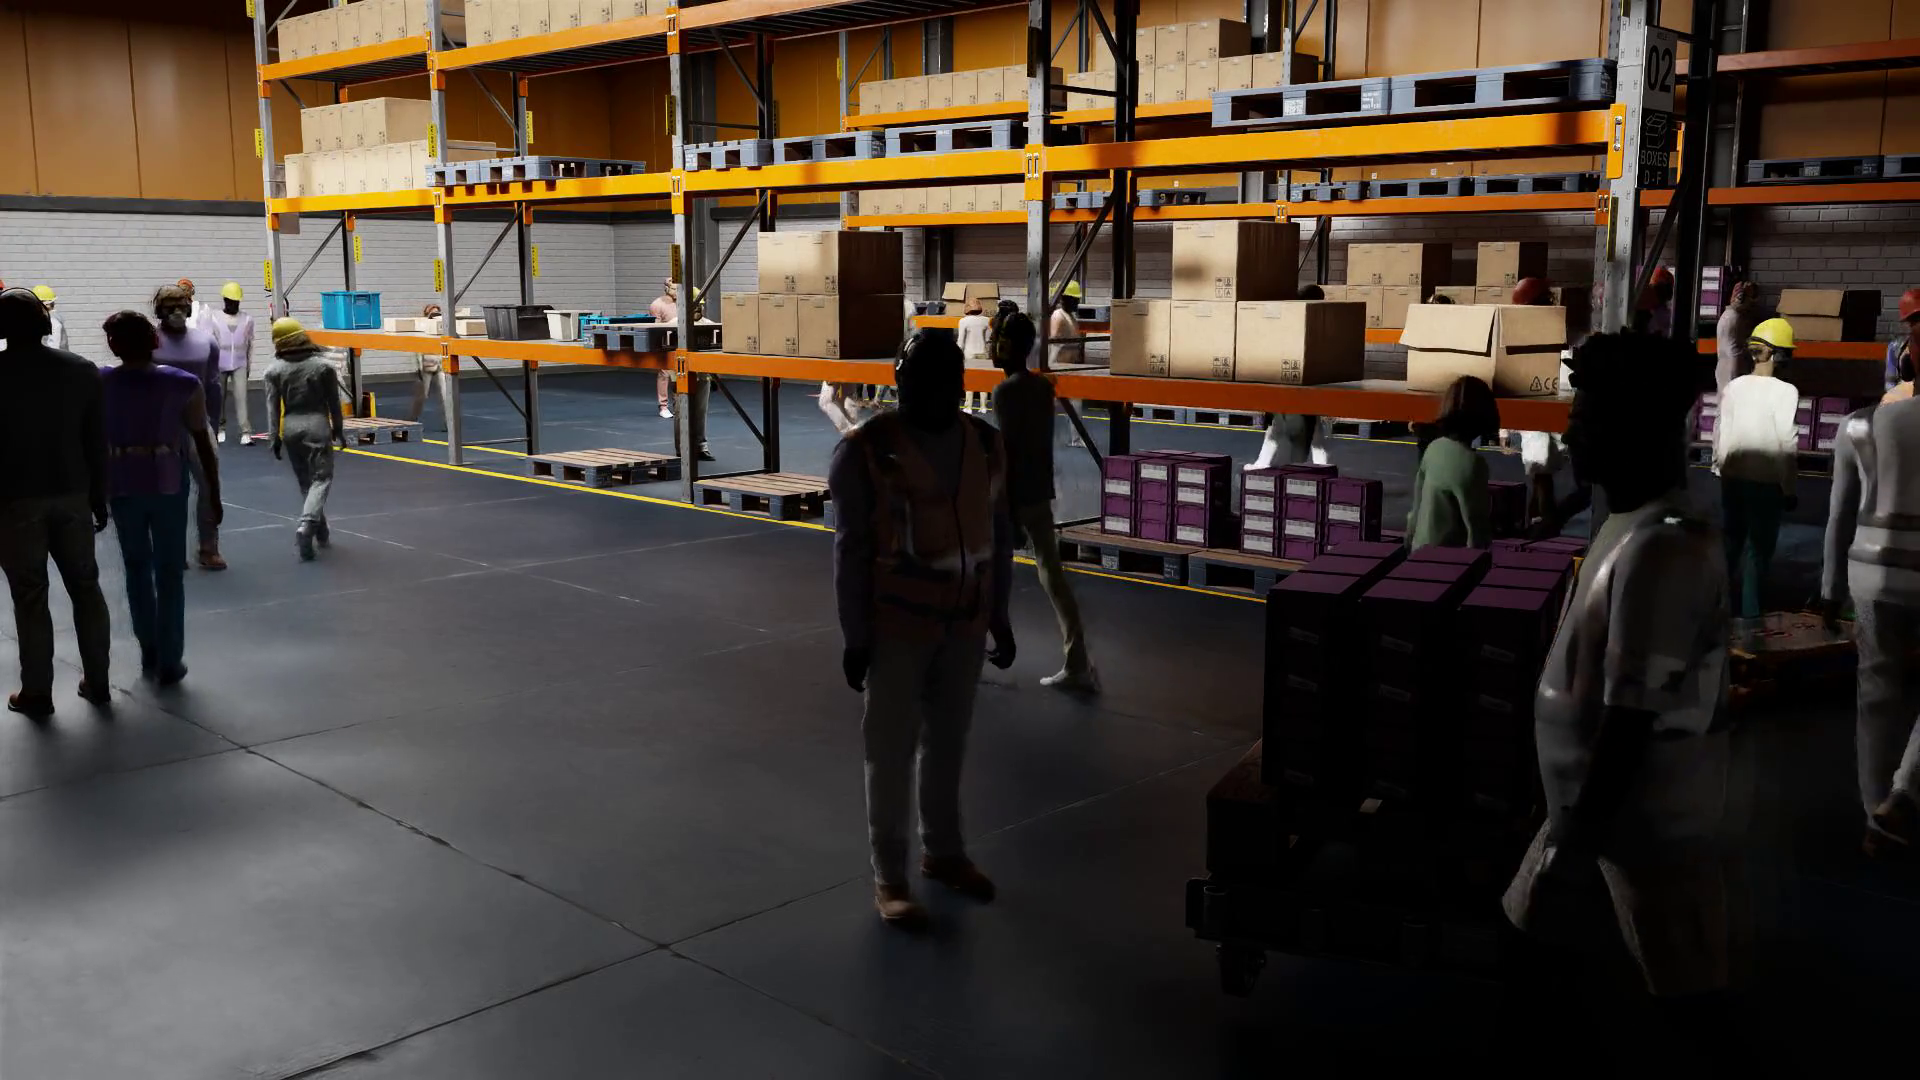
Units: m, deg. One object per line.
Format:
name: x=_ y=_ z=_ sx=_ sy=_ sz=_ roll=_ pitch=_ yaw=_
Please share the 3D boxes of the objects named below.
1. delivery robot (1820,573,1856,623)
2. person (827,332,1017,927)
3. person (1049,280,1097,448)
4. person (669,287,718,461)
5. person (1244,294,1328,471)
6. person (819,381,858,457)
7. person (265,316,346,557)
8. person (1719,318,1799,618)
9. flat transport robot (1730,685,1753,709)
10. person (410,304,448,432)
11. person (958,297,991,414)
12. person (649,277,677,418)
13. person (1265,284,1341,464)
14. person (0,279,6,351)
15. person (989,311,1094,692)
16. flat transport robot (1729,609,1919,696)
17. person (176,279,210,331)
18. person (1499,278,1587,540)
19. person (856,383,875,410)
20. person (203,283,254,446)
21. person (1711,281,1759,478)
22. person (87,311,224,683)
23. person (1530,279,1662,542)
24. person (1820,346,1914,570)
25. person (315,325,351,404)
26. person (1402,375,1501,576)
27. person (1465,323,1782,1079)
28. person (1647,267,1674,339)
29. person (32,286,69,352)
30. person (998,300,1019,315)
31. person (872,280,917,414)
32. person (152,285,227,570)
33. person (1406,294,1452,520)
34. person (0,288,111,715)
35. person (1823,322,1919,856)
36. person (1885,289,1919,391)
delivery robot: x=4.954 y=0.258 z=8.888 sx=0.707 sy=0.478 sz=0.477 roll=-5 pitch=11 yaw=-28
person: x=-0.081 y=0.273 z=5.226 sx=0.633 sy=1.828 sz=0.507 roll=-6 pitch=11 yaw=-33
person: x=1.123 y=-1.982 z=18.809 sx=0.813 sy=1.903 sz=0.596 roll=4 pitch=10 yaw=23
person: x=-2.780 y=-1.720 z=17.390 sx=0.590 sy=1.835 sz=0.404 roll=-8 pitch=12 yaw=-42
person: x=3.118 y=-1.393 z=15.536 sx=0.628 sy=1.792 sz=0.974 roll=-5 pitch=11 yaw=-30
person: x=-1.246 y=-1.837 z=17.654 sx=0.431 sy=1.978 sz=0.642 roll=6 pitch=11 yaw=31
person: x=-4.669 y=-0.744 z=11.829 sx=0.486 sy=1.687 sz=0.821 roll=-1 pitch=9 yaw=-7
person: x=4.340 y=-0.318 z=9.036 sx=0.343 sy=1.759 sz=0.533 roll=-2 pitch=10 yaw=-15
flat transport robot: x=2.870 y=0.679 z=7.460 sx=1.431 sy=0.197 sz=0.652 roll=-7 pitch=11 yaw=-35
person: x=-6.578 y=-2.131 z=20.652 sx=0.854 sy=1.608 sz=0.519 roll=7 pitch=12 yaw=38
person: x=0.194 y=-2.571 z=23.250 sx=0.499 sy=1.628 sz=0.278 roll=-4 pitch=10 yaw=-24
person: x=-3.924 y=-2.627 z=22.734 sx=0.410 sy=1.907 sz=0.642 roll=6 pitch=11 yaw=34
person: x=2.792 y=-1.111 z=13.462 sx=0.606 sy=1.891 sz=0.573 roll=-6 pitch=11 yaw=-33
person: x=-12.885 y=-2.574 z=22.319 sx=0.378 sy=1.933 sz=0.551 roll=2 pitch=9 yaw=12
person: x=0.251 y=-0.188 z=8.054 sx=0.984 sy=1.819 sz=0.512 roll=7 pitch=12 yaw=38
flat transport robot: x=4.069 y=0.545 z=8.282 sx=1.431 sy=0.197 sz=0.652 roll=-5 pitch=10 yaw=-26
person: x=-10.413 y=-2.572 z=22.463 sx=0.573 sy=1.883 sz=0.353 roll=-3 pitch=10 yaw=-18
person: x=4.014 y=-0.800 z=11.371 sx=0.662 sy=1.971 sz=1.037 roll=-1 pitch=9 yaw=-3
person: x=-1.331 y=-2.716 z=23.913 sx=0.322 sy=1.697 sz=0.536 roll=-9 pitch=13 yaw=-44
person: x=-8.443 y=-2.025 z=19.196 sx=0.619 sy=1.867 sz=1.052 roll=-7 pitch=11 yaw=-35
person: x=7.518 y=-1.542 z=16.102 sx=0.407 sy=1.902 sz=0.639 roll=3 pitch=10 yaw=20
person: x=-3.990 y=-0.218 z=8.230 sx=0.635 sy=1.812 sz=0.612 roll=-3 pitch=10 yaw=-18
person: x=4.385 y=-0.777 z=11.268 sx=0.870 sy=1.968 sz=0.633 roll=8 pitch=13 yaw=42
person: x=5.403 y=-0.359 z=9.708 sx=0.531 sy=1.613 sz=0.621 roll=-8 pitch=12 yaw=-39
person: x=-8.094 y=-2.247 z=21.370 sx=0.857 sy=1.593 sz=0.533 roll=2 pitch=9 yaw=10
person: x=1.943 y=0.155 z=6.619 sx=0.434 sy=1.599 sz=0.625 roll=1 pitch=9 yaw=4
person: x=1.351 y=0.527 z=3.372 sx=0.999 sy=1.924 sz=0.615 roll=2 pitch=9 yaw=12
person: x=5.764 y=-1.246 z=13.873 sx=0.618 sy=2.049 sz=0.392 roll=-1 pitch=9 yaw=-7
person: x=-10.692 y=-2.068 z=19.555 sx=0.403 sy=1.826 sz=0.597 roll=-6 pitch=11 yaw=-32
person: x=0.526 y=-1.706 z=17.719 sx=0.322 sy=1.697 sz=0.535 roll=4 pitch=10 yaw=25
person: x=-0.895 y=-2.547 z=22.217 sx=0.666 sy=1.917 sz=0.534 roll=-7 pitch=12 yaw=-37
person: x=-5.175 y=-0.723 z=11.044 sx=0.644 sy=1.916 sz=0.701 roll=-8 pitch=12 yaw=-41
person: x=3.792 y=-1.021 z=13.143 sx=0.505 sy=1.834 sz=0.454 roll=-6 pitch=11 yaw=-33
person: x=-4.196 y=-0.171 z=7.584 sx=0.374 sy=1.936 sz=0.629 roll=8 pitch=12 yaw=40
person: x=3.207 y=0.182 z=5.605 sx=0.608 sy=1.870 sz=0.498 roll=9 pitch=13 yaw=44
person: x=6.825 y=-0.793 z=11.582 sx=0.736 sy=1.891 sz=0.414 roll=9 pitch=13 yaw=43
